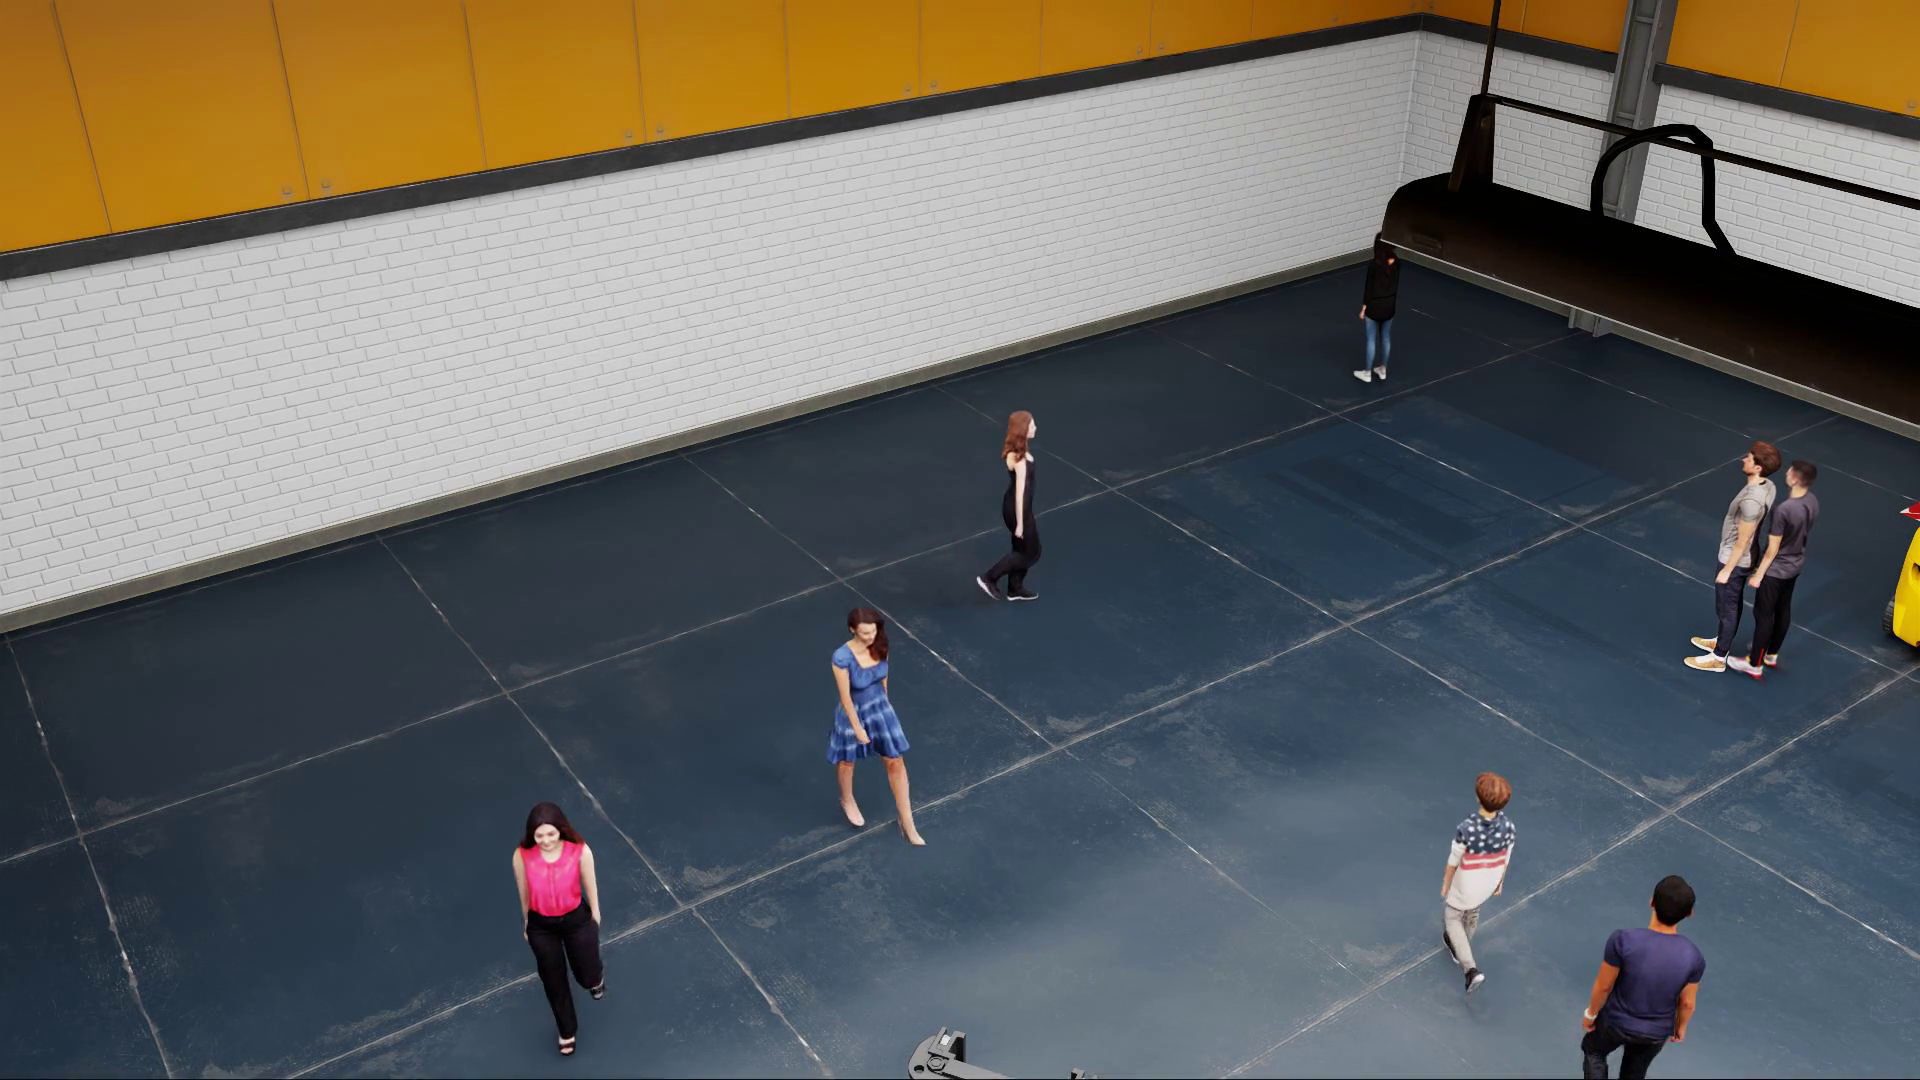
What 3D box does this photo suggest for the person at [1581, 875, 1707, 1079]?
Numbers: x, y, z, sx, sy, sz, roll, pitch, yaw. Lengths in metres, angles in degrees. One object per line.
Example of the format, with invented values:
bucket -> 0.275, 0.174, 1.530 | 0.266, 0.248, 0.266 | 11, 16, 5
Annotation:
person -> 3.421, 2.492, 8.421 | 0.777, 1.782, 0.849 | 7, 29, 12

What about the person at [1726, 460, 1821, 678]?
person -> 6.222, 0.209, 12.625 | 0.634, 1.763, 0.512 | -19, 34, -31

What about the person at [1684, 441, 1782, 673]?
person -> 5.917, 0.122, 12.646 | 0.696, 1.897, 0.725 | 17, 33, 29

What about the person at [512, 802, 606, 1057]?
person -> -2.226, 2.101, 9.278 | 0.758, 1.648, 0.861 | -4, 29, -8

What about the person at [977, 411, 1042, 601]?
person -> 0.384, -0.244, 13.487 | 0.852, 1.733, 0.816 | -1, 29, -2

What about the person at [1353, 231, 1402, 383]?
person -> 4.470, -2.491, 17.701 | 0.616, 1.643, 0.607 | -9, 30, -16

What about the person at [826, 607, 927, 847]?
person -> -0.686, 1.166, 10.862 | 0.690, 1.773, 0.952 | -23, 36, -35

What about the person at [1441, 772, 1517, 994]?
person -> 3.018, 2.004, 9.690 | 0.745, 1.423, 0.922 | -4, 29, -7
